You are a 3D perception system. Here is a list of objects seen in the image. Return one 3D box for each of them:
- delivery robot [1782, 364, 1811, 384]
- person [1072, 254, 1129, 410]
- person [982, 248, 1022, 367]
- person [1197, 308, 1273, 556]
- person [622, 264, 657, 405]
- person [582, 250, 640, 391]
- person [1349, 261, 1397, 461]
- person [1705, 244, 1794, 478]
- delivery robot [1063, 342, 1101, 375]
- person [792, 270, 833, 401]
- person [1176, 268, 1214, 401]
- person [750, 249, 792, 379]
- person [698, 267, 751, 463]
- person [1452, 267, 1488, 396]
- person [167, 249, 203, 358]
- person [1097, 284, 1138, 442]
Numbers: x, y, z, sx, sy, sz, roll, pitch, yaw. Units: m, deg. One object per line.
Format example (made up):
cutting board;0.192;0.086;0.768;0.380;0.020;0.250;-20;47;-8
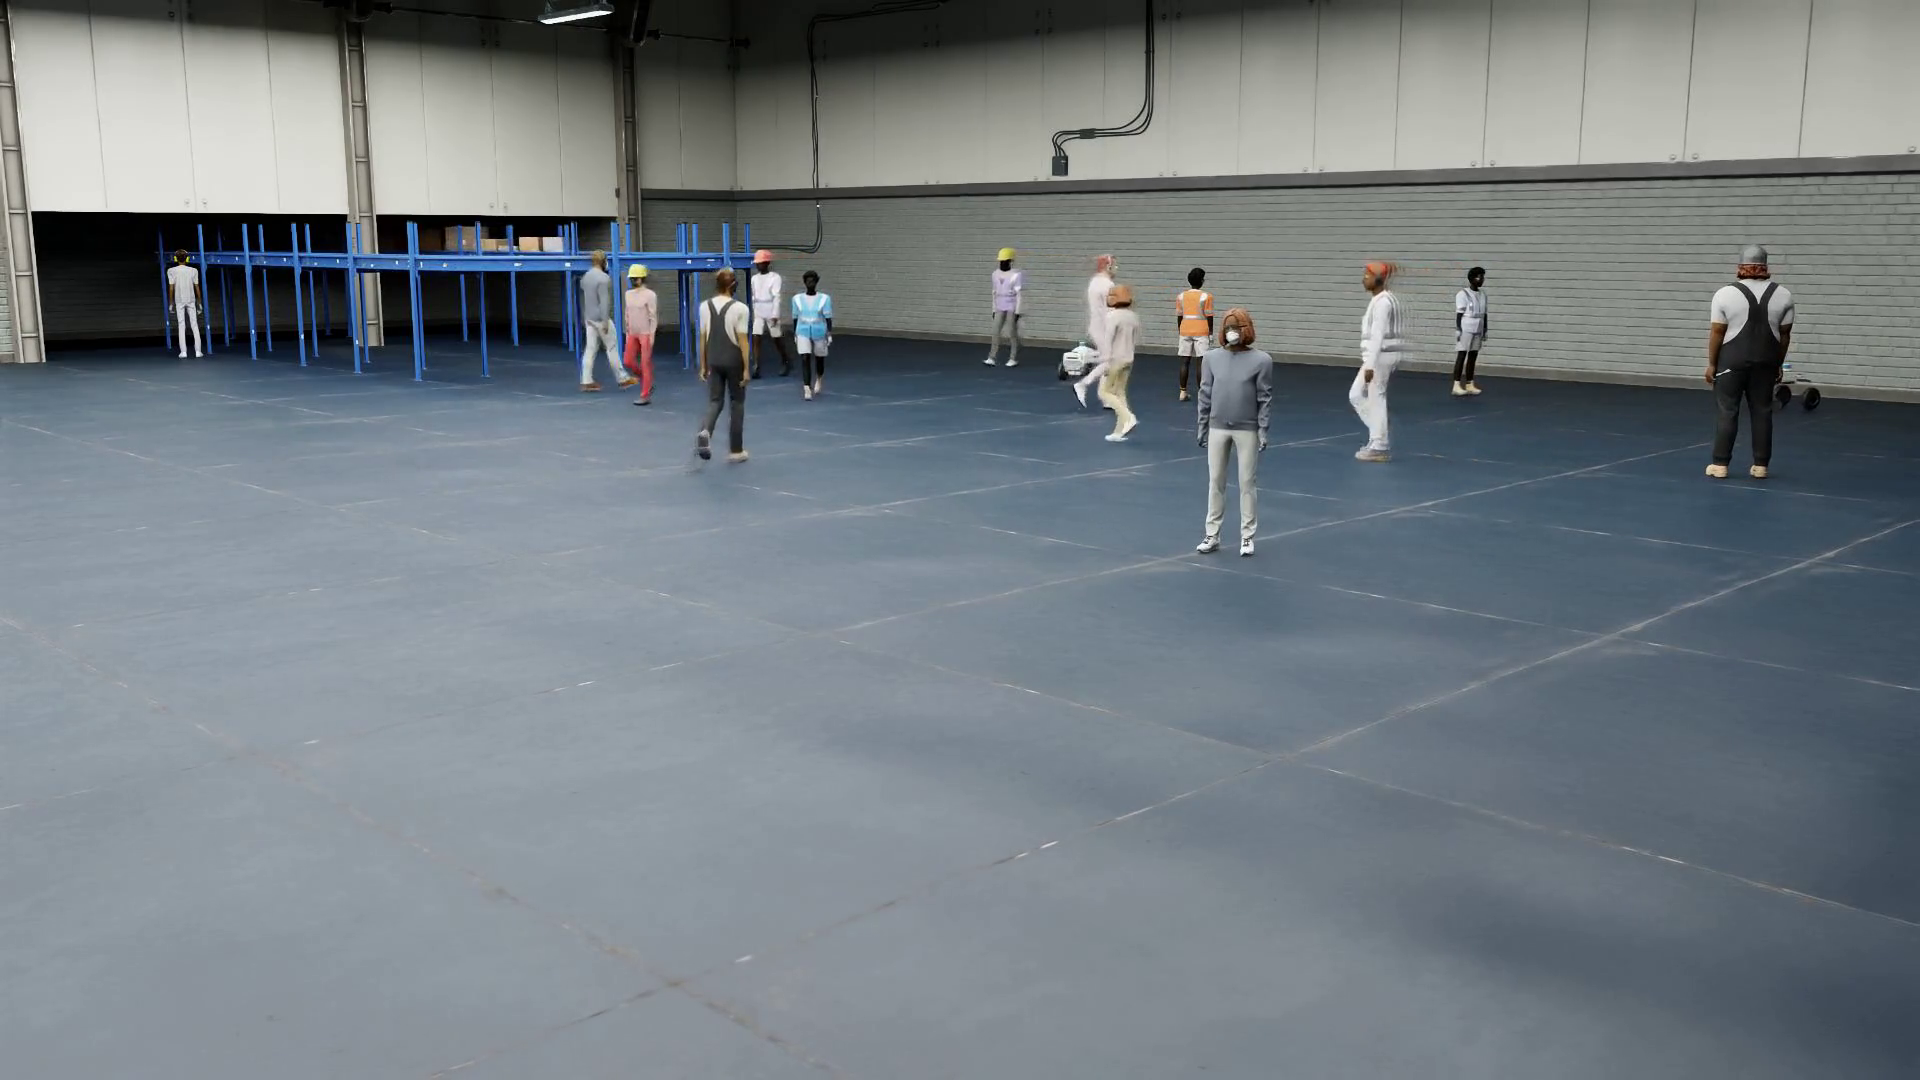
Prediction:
delivery robot;10.109;-2.041;20.365;0.698;0.223;0.335;-5;12;-25
person;1.718;-2.505;20.085;0.683;1.889;0.656;-2;11;-9
person;0.689;-3.702;26.616;0.615;1.884;0.913;7;13;34
person;1.820;-0.723;11.074;0.500;1.636;0.280;5;11;24
person;-4.010;-2.574;20.825;0.546;1.751;0.372;6;12;31
person;-4.834;-2.988;22.677;0.831;1.904;0.655;-9;14;-41
person;3.880;-1.677;15.626;0.426;1.869;0.621;2;11;10
person;6.892;-1.557;14.634;0.686;2.000;0.535;1;10;5
delivery robot;1.810;-2.678;24.548;0.477;0.478;0.707;6;12;29
person;-1.921;-2.685;21.701;0.531;1.672;0.761;0;10;-2
person;3.012;-2.626;21.288;0.535;1.697;0.318;7;13;34
person;-2.864;-3.380;24.830;0.542;1.909;0.926;5;11;24
person;-2.194;-1.607;15.382;0.523;1.824;0.678;3;11;18
person;6.798;-2.777;22.124;0.539;1.698;0.324;-6;12;-29
person;-13.472;-4.110;28.910;0.535;1.868;0.309;-6;12;-29
person;1.633;-1.806;17.025;0.398;1.617;0.517;8;13;37
